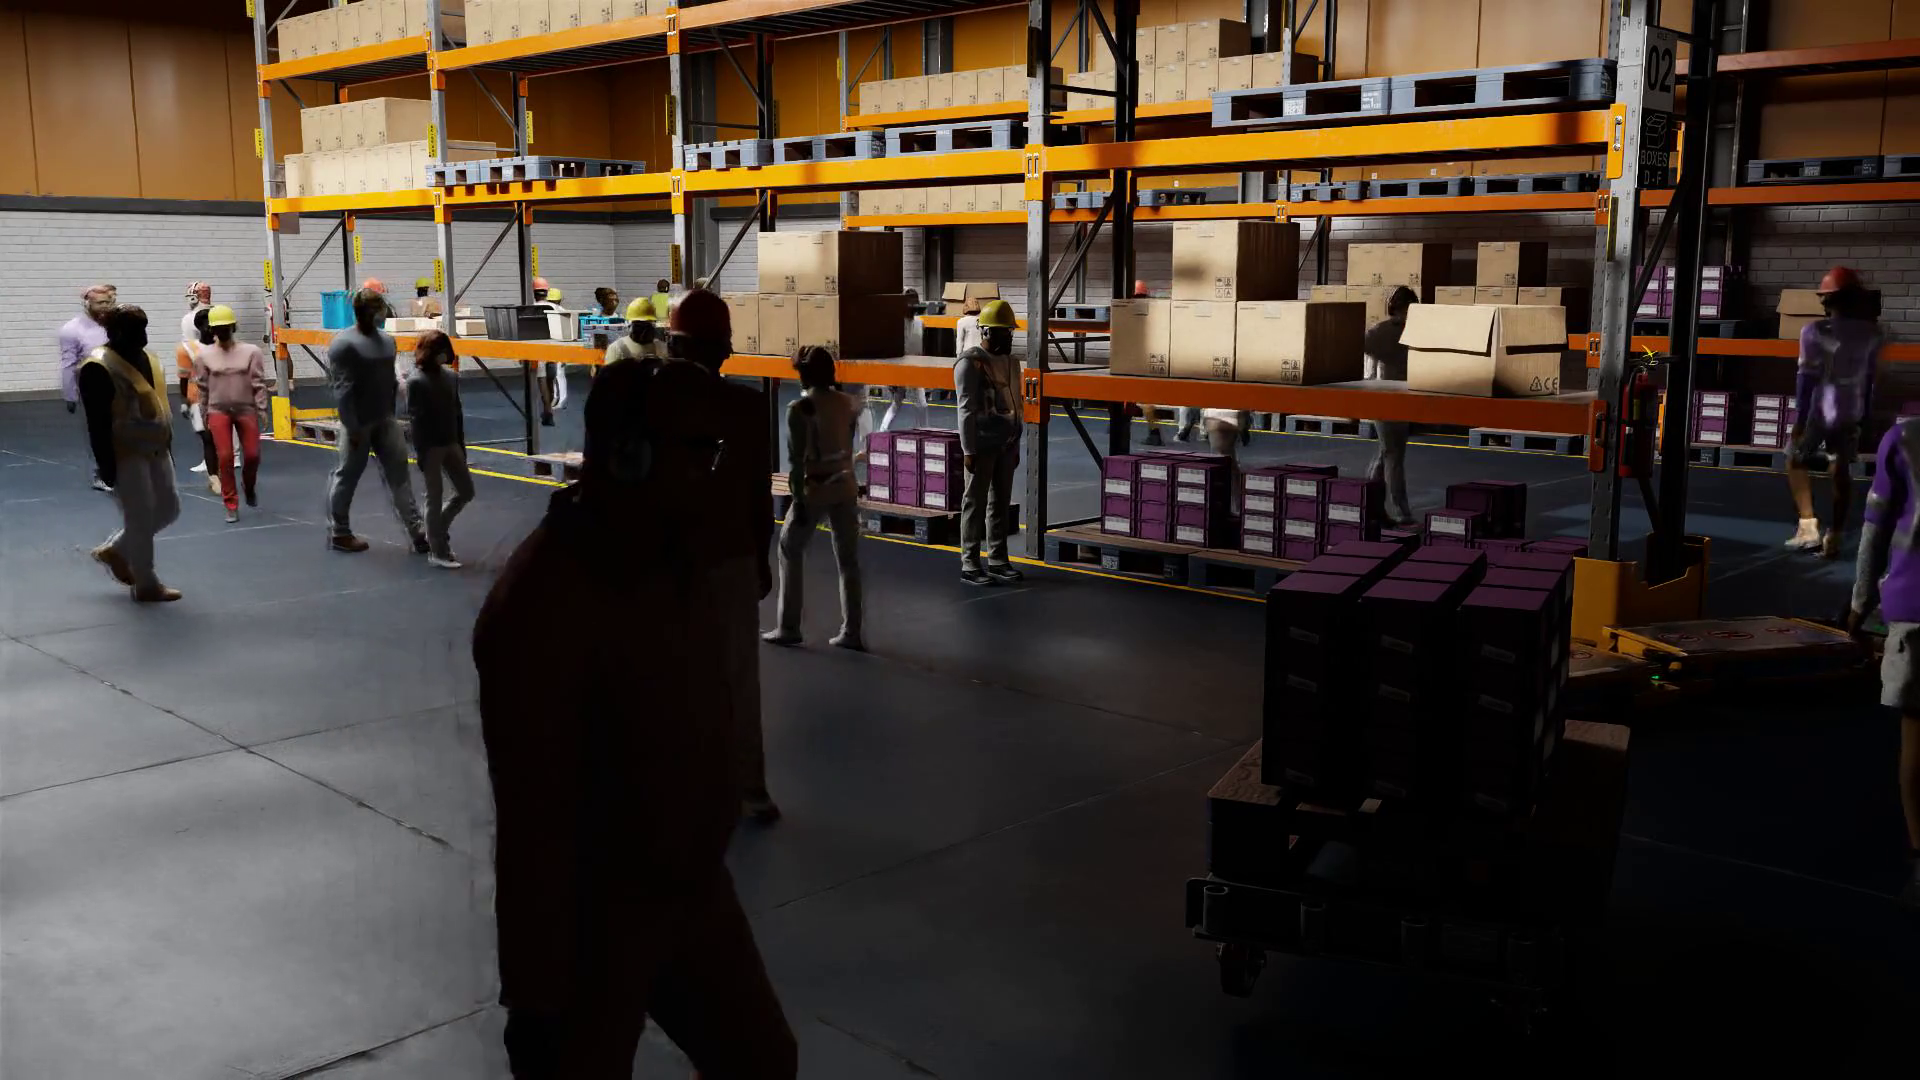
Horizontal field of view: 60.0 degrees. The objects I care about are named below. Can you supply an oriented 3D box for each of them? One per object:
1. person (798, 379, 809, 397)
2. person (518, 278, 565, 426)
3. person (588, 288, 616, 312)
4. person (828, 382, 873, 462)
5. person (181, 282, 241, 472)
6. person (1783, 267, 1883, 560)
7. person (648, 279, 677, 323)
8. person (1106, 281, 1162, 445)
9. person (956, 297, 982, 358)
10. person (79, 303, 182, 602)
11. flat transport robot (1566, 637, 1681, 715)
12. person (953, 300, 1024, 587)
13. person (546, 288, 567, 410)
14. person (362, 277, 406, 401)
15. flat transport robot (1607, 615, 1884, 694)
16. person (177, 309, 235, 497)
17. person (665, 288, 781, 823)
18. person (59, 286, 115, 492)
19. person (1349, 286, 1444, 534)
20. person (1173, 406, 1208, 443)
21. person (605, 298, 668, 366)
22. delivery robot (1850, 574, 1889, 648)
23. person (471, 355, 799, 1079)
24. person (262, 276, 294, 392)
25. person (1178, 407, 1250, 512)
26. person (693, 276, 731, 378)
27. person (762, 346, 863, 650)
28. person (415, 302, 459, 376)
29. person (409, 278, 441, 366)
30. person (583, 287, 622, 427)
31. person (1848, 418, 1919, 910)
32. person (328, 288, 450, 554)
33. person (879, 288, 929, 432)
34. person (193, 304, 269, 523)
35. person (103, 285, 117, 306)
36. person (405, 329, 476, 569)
[{"bbox_3d":[-2.420,-3.199,26.216,0.617,1.908,0.417,-4,10,-23],"label":"person"},{"bbox_3d":[-5.462,-2.450,21.654,0.565,1.895,0.914,-5,11,-30],"label":"person"},{"bbox_3d":[-6.253,-3.556,29.067,0.540,1.695,0.316,-7,12,-37],"label":"person"},{"bbox_3d":[-1.263,-1.723,17.556,0.897,1.794,0.612,8,12,40],"label":"person"},{"bbox_3d":[-7.563,-1.636,16.708,0.398,1.896,0.645,2,10,13],"label":"person"},{"bbox_3d":[6.072,-0.883,11.664,0.649,2.025,0.565,-1,9,-8],"label":"person"},{"bbox_3d":[-5.216,-3.681,29.411,0.622,1.839,0.429,2,9,10],"label":"person"},{"bbox_3d":[2.034,-2.045,19.247,0.555,1.874,1.006,-8,12,-41],"label":"person"},{"bbox_3d":[0.183,-2.572,23.275,0.497,1.622,0.277,-4,10,-22],"label":"person"},{"bbox_3d":[-5.044,-0.522,10.091,0.525,1.822,0.636,1,9,9],"label":"person"},{"bbox_3d":[2.538,0.654,7.615,1.431,0.197,0.652,-5,10,-27],"label":"flat transport robot"},{"bbox_3d":[0.207,-0.618,10.676,0.403,1.827,0.588,8,12,40],"label":"person"},{"bbox_3d":[-5.827,-2.742,23.906,0.541,1.744,0.384,7,12,38],"label":"person"},{"bbox_3d":[-7.329,-2.373,21.147,1.078,1.918,0.654,0,9,-2],"label":"person"},{"bbox_3d":[3.871,0.554,8.228,1.431,0.197,0.652,-2,10,-14],"label":"flat transport robot"},{"bbox_3d":[-6.725,-1.244,14.977,0.716,1.669,0.545,9,13,44],"label":"person"},{"bbox_3d":[-1.004,0.024,6.328,0.635,1.960,0.961,-5,10,-27],"label":"person"},{"bbox_3d":[-7.591,-1.324,14.865,0.963,1.857,0.664,6,11,33],"label":"person"},{"bbox_3d":[3.380,-0.983,12.715,0.711,1.884,0.922,-5,11,-28],"label":"person"},{"bbox_3d":[2.714,-2.072,19.391,0.572,1.886,0.353,-2,9,-12],"label":"person"},{"bbox_3d":[-2.332,-0.916,12.565,0.822,1.796,0.612,8,12,40],"label":"person"},{"bbox_3d":[4.941,0.312,8.559,0.707,0.478,0.477,-5,11,-28],"label":"delivery robot"},{"bbox_3d":[-0.567,0.630,2.853,0.587,1.876,0.678,2,9,12],"label":"person"},{"bbox_3d":[-11.247,-3.458,27.394,0.367,2.048,0.607,3,10,18],"label":"person"},{"bbox_3d":[2.011,-0.852,12.811,0.884,1.593,0.527,9,13,44],"label":"person"},{"bbox_3d":[-2.882,-2.008,18.839,0.635,1.936,0.353,-3,10,-20],"label":"person"},{"bbox_3d":[-0.776,-0.221,8.880,0.666,1.617,0.537,9,13,43],"label":"person"},{"bbox_3d":[-6.449,-2.093,20.344,0.752,1.600,0.523,8,12,40],"label":"person"},{"bbox_3d":[-8.863,-3.404,27.602,0.992,1.883,0.605,5,10,26],"label":"person"},{"bbox_3d":[-4.168,-2.058,19.526,0.512,1.823,0.825,-7,11,-35],"label":"person"},{"bbox_3d":[3.197,0.220,5.346,0.561,1.897,0.983,4,10,23],"label":"person"},{"bbox_3d":[-4.120,-0.826,11.744,1.000,1.883,0.654,4,10,23],"label":"person"},{"bbox_3d":[-0.608,-1.825,18.106,0.544,1.829,0.955,-8,12,-41],"label":"person"},{"bbox_3d":[-5.870,-1.029,13.418,0.530,1.746,0.530,-4,10,-24],"label":"person"},{"bbox_3d":[-11.683,-2.617,23.021,0.973,1.791,0.575,3,10,17],"label":"person"},{"bbox_3d":[-3.497,-0.609,11.211,0.338,1.620,0.535,4,10,23],"label":"person"}]
